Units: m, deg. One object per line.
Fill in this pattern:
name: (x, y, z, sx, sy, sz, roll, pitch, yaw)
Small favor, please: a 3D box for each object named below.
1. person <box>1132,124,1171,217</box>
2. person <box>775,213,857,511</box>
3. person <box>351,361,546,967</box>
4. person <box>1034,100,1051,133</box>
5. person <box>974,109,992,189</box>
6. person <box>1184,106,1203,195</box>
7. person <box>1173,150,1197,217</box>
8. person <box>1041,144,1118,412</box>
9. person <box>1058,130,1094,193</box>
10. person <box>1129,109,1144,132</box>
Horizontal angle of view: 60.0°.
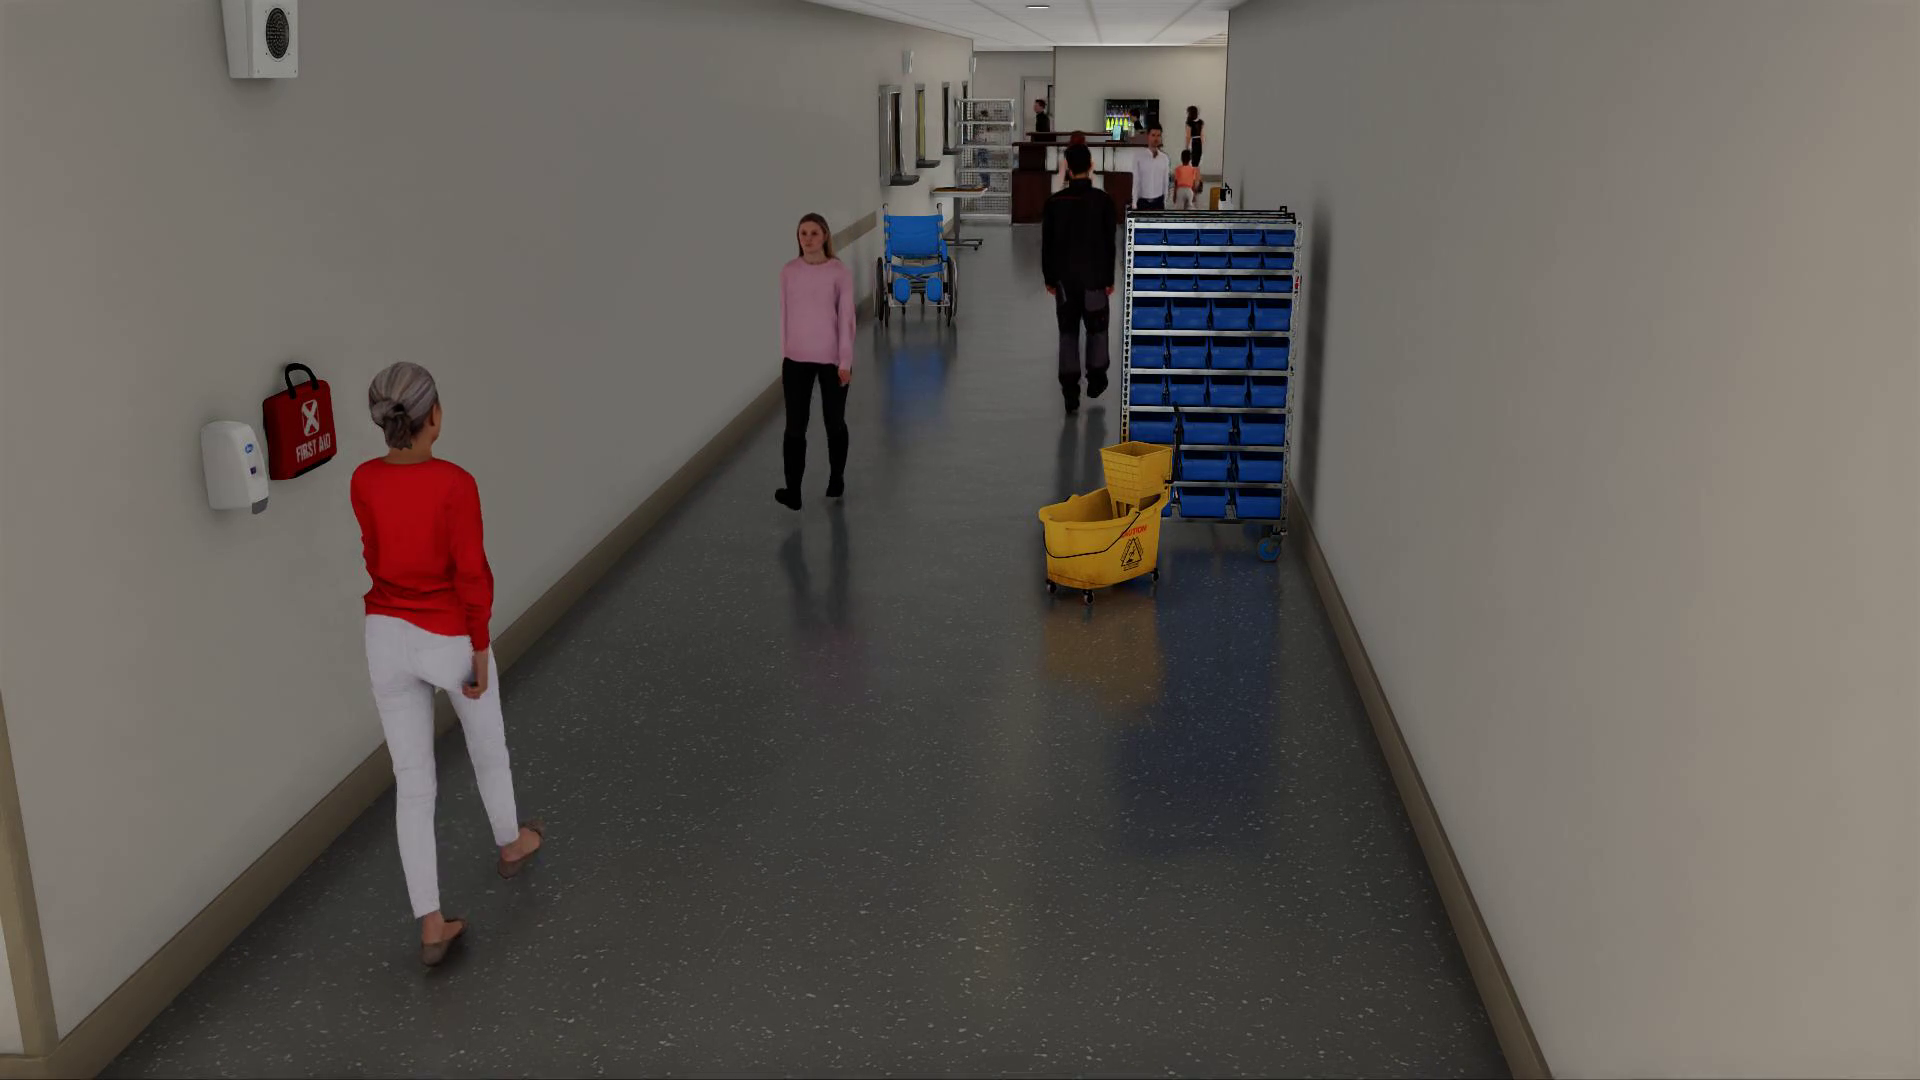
person: (2.190, -3.919, 19.468, 0.938, 1.853, 0.750, -1, 16, -4)
person: (-0.785, -1.013, 9.552, 1.022, 1.642, 0.736, 3, 16, 10)
person: (-1.502, 0.374, 4.593, 0.896, 1.662, 0.598, 1, 16, 4)
person: (1.707, -7.717, 32.900, 1.188, 1.875, 0.960, -5, 16, -17)
person: (0.557, -8.050, 34.443, 0.640, 1.679, 0.674, 4, 16, 14)
person: (4.662, -7.718, 33.092, 0.851, 1.772, 0.911, -9, 18, -30)
person: (3.387, -5.209, 25.059, 0.549, 1.302, 0.555, 2, 16, 6)
person: (0.865, -1.887, 12.162, 1.012, 1.908, 0.795, 2, 16, 8)
person: (1.327, -3.802, 19.261, 1.080, 1.742, 0.641, 1, 16, 4)
person: (3.620, -7.737, 33.271, 1.032, 1.711, 0.781, -1, 16, -4)
